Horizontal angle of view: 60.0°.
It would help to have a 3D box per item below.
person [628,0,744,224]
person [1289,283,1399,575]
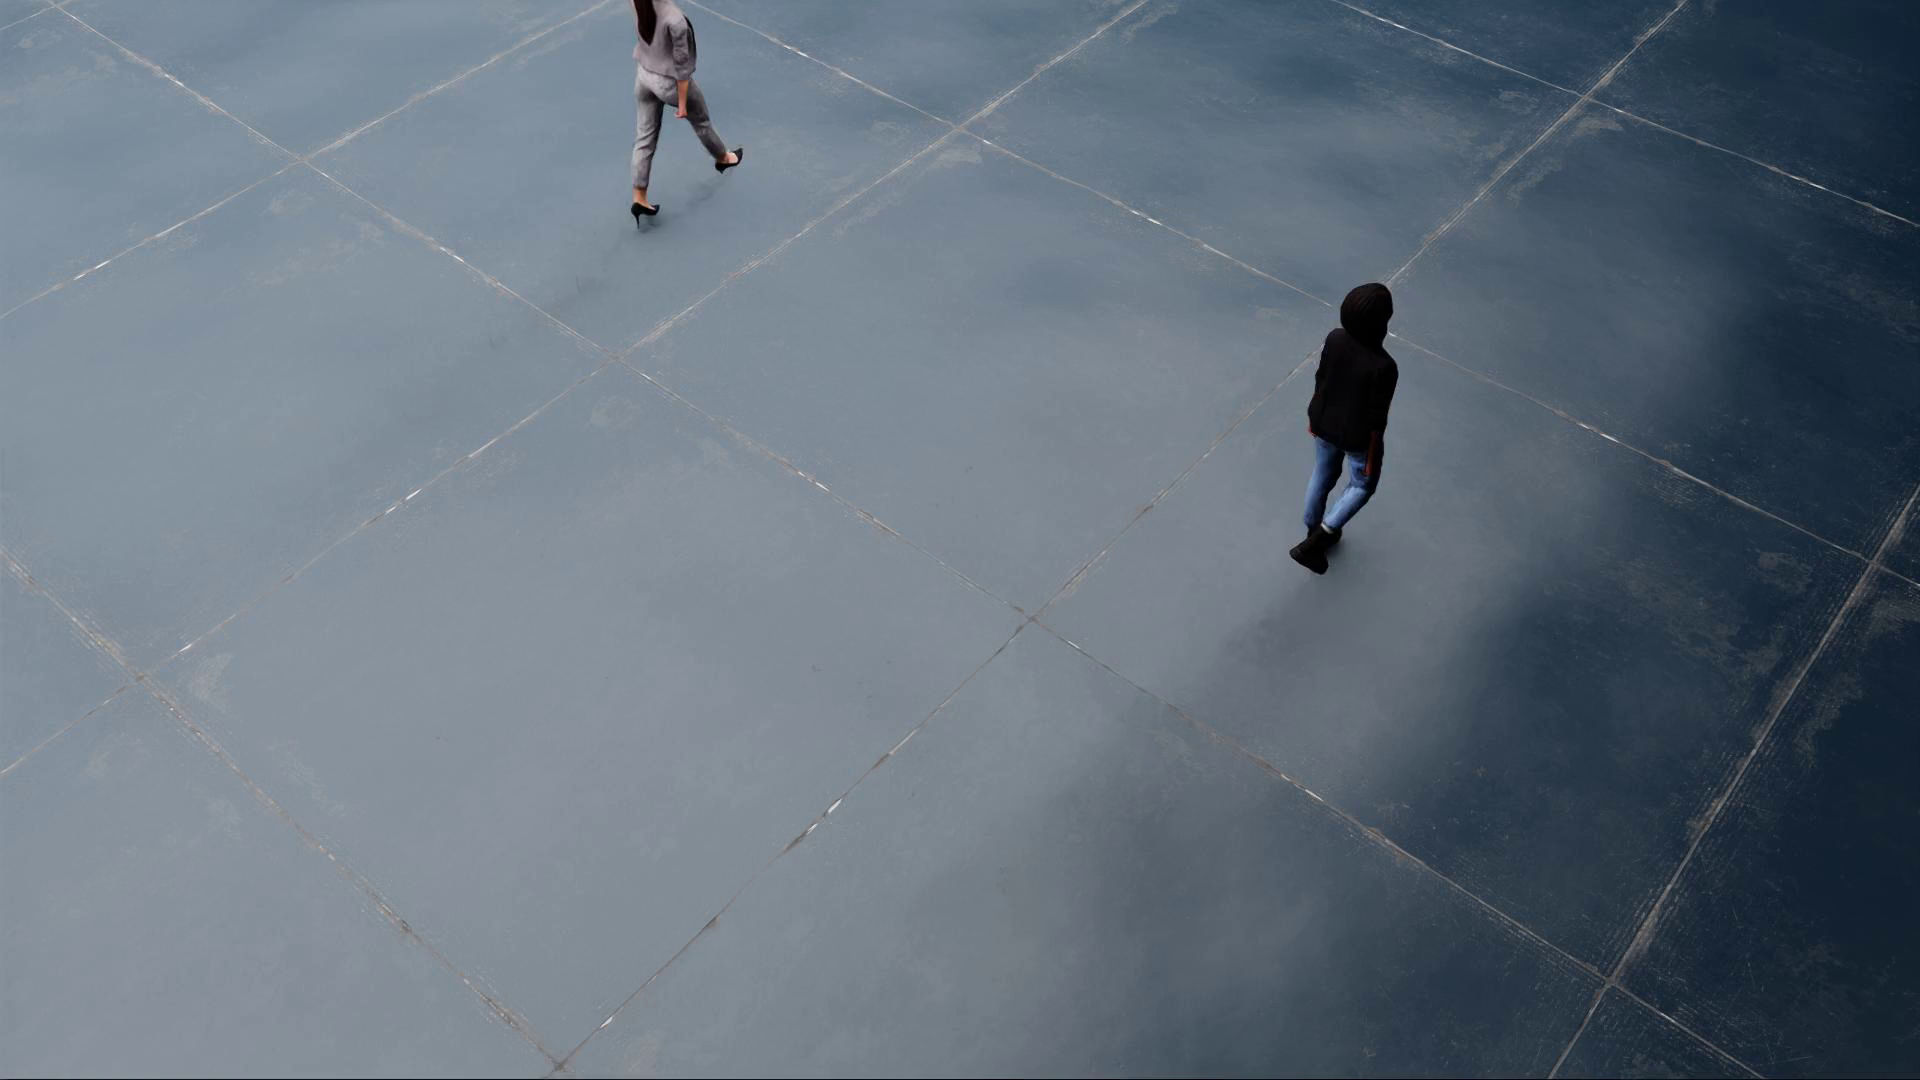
[{"bbox_3d":[-1.788,-2.593,9.749,0.681,1.608,1.158,27,53,23],"label":"person"},{"bbox_3d":[1.737,-0.451,7.716,0.739,1.685,0.630,-32,55,-26],"label":"person"}]
